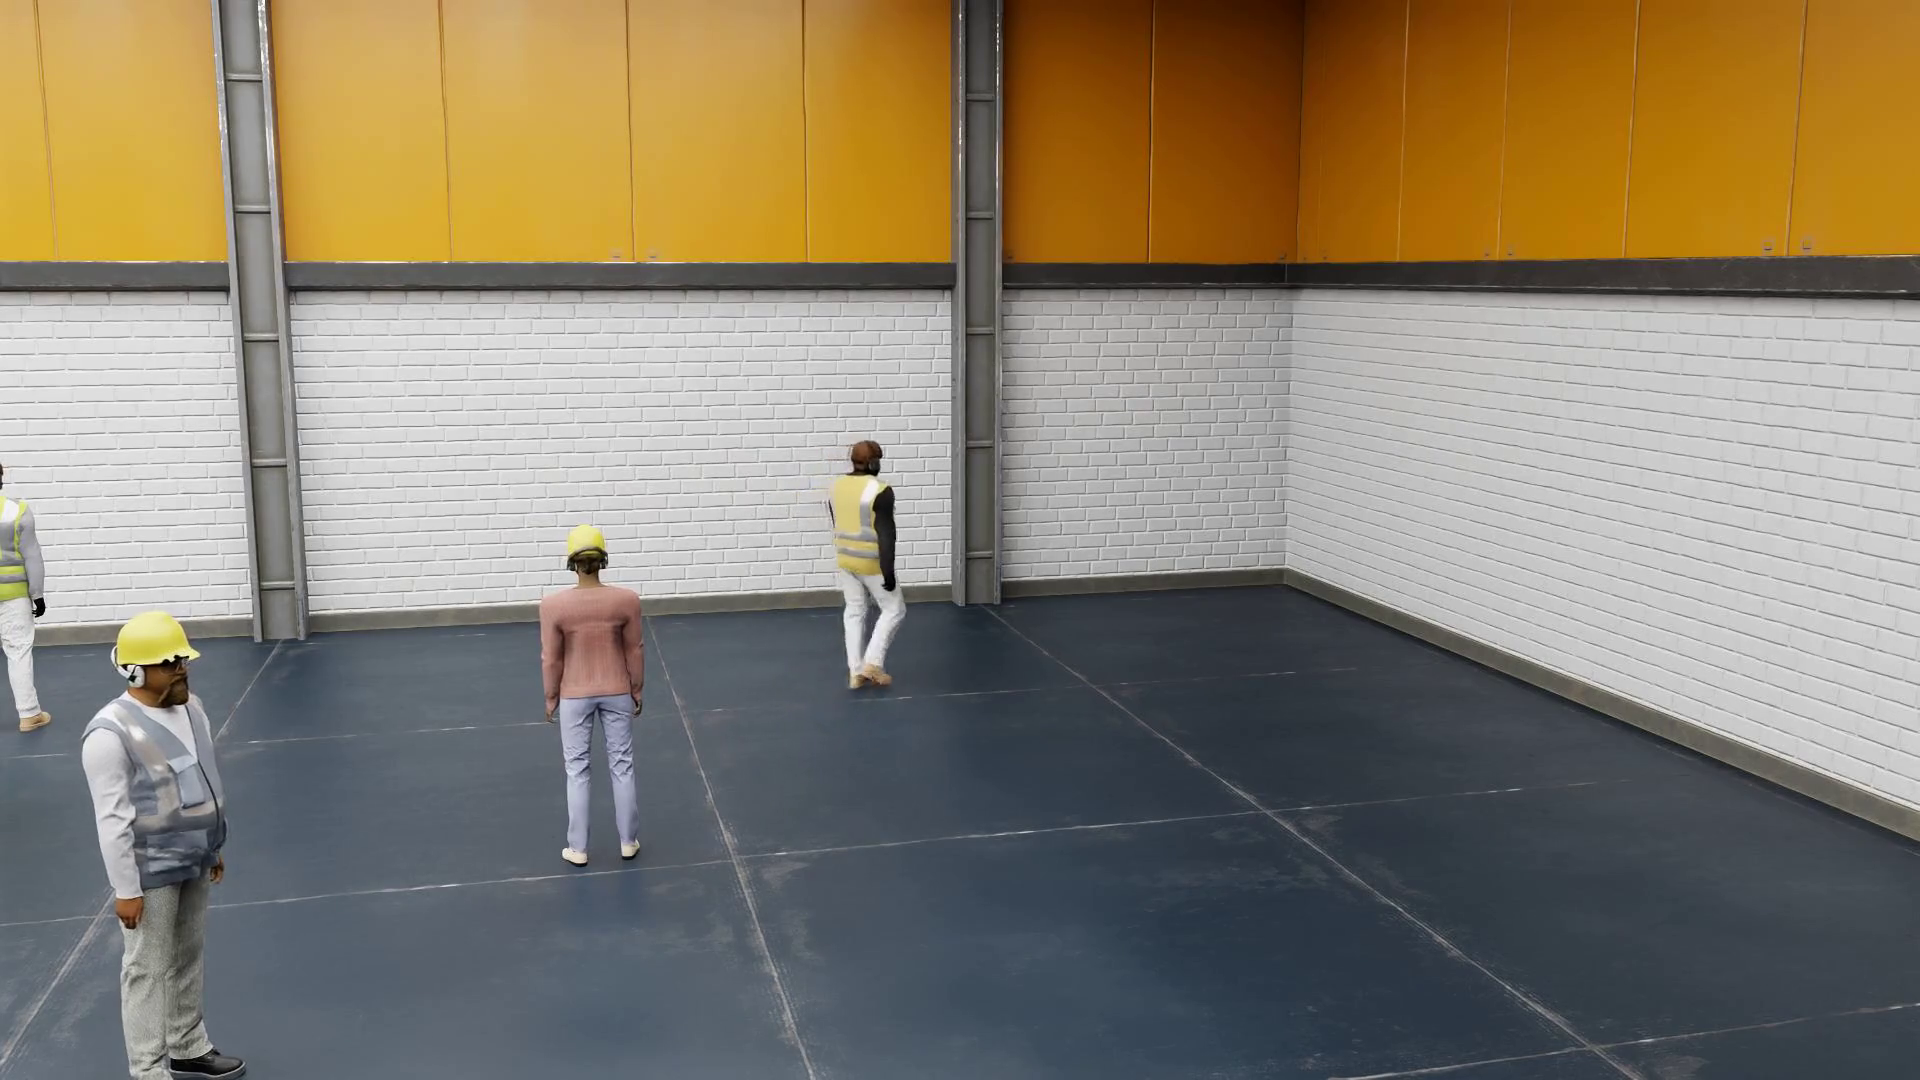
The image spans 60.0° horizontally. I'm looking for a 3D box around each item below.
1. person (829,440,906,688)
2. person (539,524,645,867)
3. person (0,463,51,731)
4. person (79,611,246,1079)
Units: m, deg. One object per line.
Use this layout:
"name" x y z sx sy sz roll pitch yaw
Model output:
"person" -0.681 0.187 12.142 0.655 1.829 0.449 8 12 42
"person" -1.879 0.796 8.539 0.523 1.767 0.313 -4 10 -21
"person" -6.381 0.363 10.998 0.637 1.842 0.429 -2 9 -11
"person" -2.879 1.160 6.050 0.404 1.831 0.599 1 9 5
